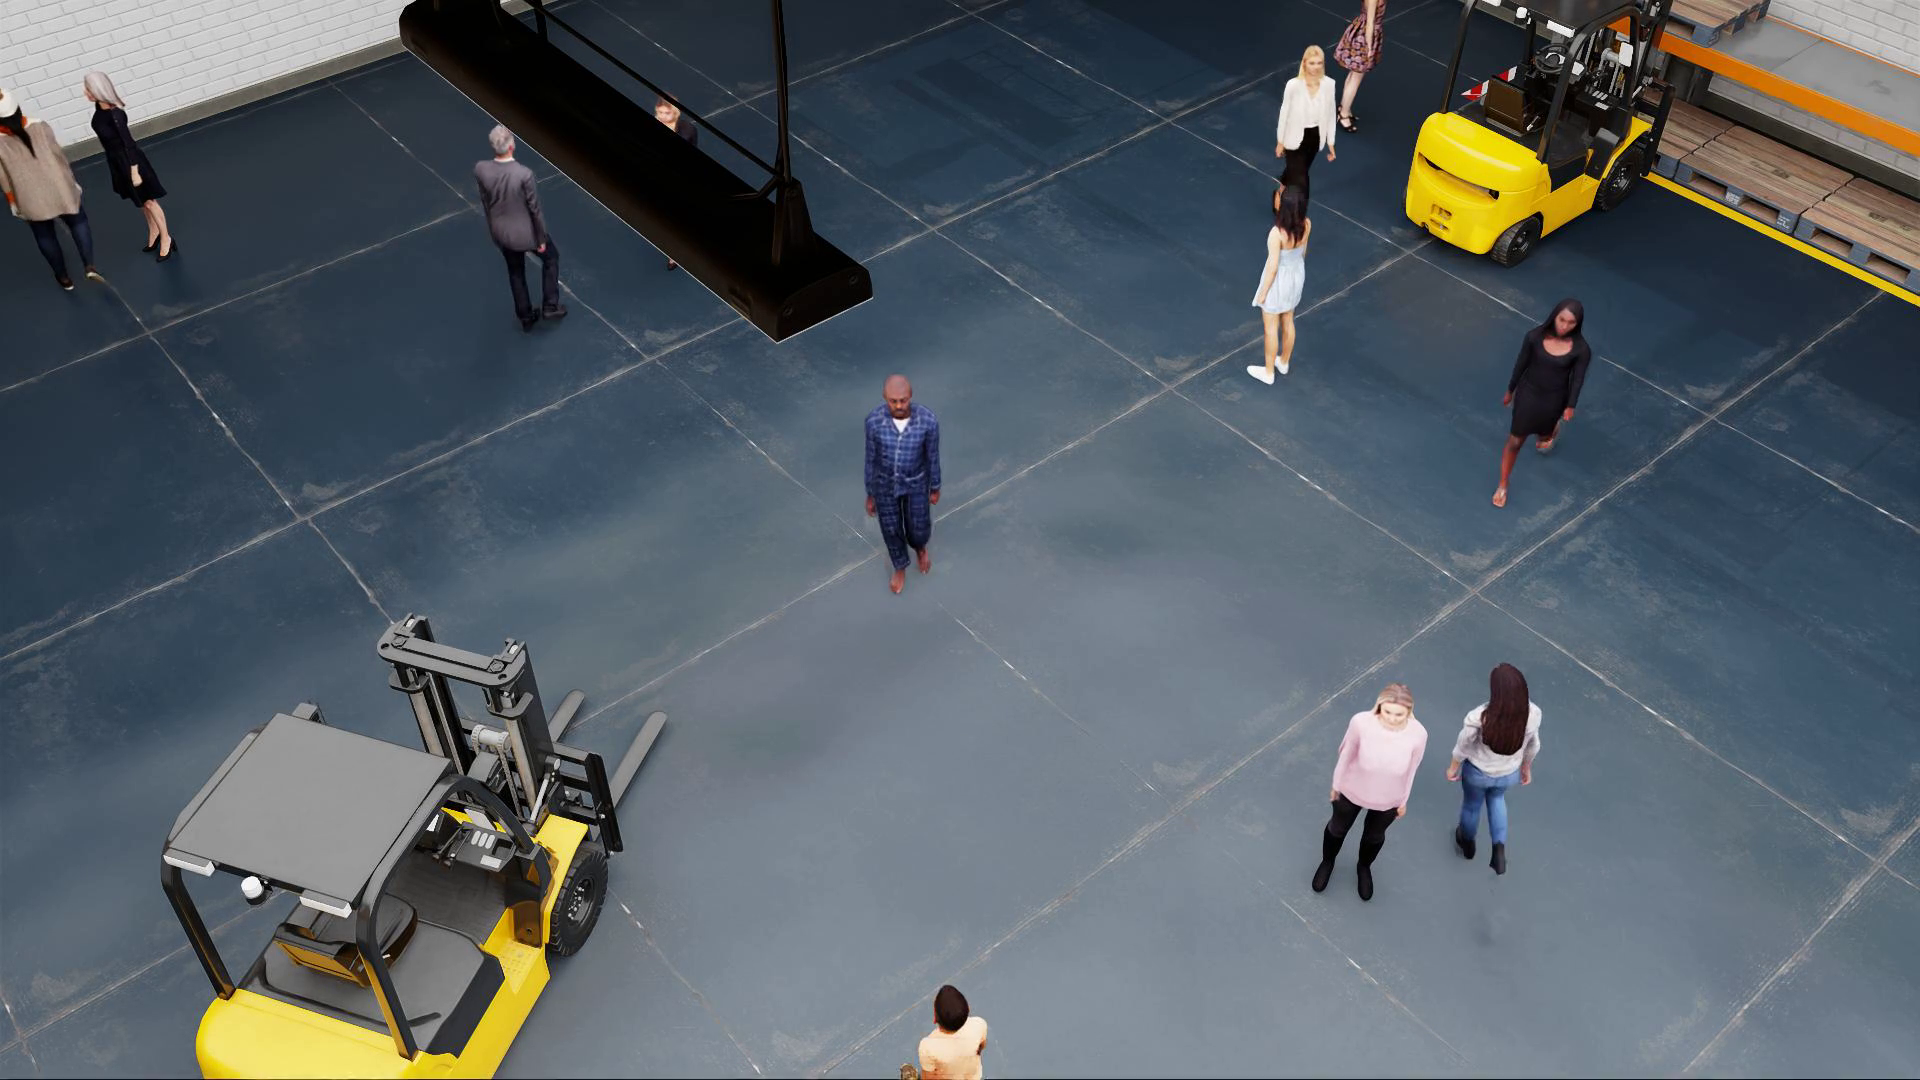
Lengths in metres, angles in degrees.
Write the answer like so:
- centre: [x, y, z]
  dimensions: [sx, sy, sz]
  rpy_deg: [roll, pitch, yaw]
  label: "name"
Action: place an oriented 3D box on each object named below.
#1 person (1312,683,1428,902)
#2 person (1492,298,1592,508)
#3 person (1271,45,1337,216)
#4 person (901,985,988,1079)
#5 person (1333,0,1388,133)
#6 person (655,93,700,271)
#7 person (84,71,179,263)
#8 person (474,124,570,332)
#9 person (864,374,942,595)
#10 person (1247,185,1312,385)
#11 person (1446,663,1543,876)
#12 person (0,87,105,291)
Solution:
- centre: [2.313, 1.396, 9.365]
  dimensions: [0.662, 1.688, 0.747]
  rpy_deg: [9, 44, 10]
  label: "person"
- centre: [4.205, -1.062, 11.941]
  dimensions: [1.090, 1.694, 0.960]
  rpy_deg: [23, 48, 23]
  label: "person"
- centre: [2.929, -3.423, 14.331]
  dimensions: [0.991, 1.816, 1.240]
  rpy_deg: [-8, 44, -8]
  label: "person"
- centre: [-0.001, 2.716, 8.168]
  dimensions: [0.716, 1.429, 1.024]
  rpy_deg: [-17, 46, -17]
  label: "person"
- centre: [3.829, -4.705, 15.709]
  dimensions: [0.850, 1.771, 0.800]
  rpy_deg: [8, 44, 9]
  label: "person"
- centre: [-2.377, -3.020, 14.017]
  dimensions: [0.668, 1.666, 0.730]
  rpy_deg: [3, 44, 4]
  label: "person"
- centre: [-7.056, -3.175, 14.121]
  dimensions: [0.663, 1.747, 0.510]
  rpy_deg: [-34, 53, -30]
  label: "person"
- centre: [-3.557, -2.436, 13.289]
  dimensions: [0.824, 1.824, 0.897]
  rpy_deg: [6, 44, 6]
  label: "person"
- centre: [-0.398, -0.443, 11.209]
  dimensions: [0.821, 1.808, 0.878]
  rpy_deg: [2, 44, 2]
  label: "person"
- centre: [2.497, -1.981, 12.880]
  dimensions: [0.594, 1.730, 0.532]
  rpy_deg: [-28, 50, -26]
  label: "person"
- centre: [3.036, 1.371, 9.447]
  dimensions: [0.817, 1.611, 0.878]
  rpy_deg: [-2, 44, -2]
  label: "person"
- centre: [-7.532, -2.863, 13.692]
  dimensions: [0.798, 1.887, 0.851]
  rpy_deg: [-25, 49, -24]
  label: "person"
